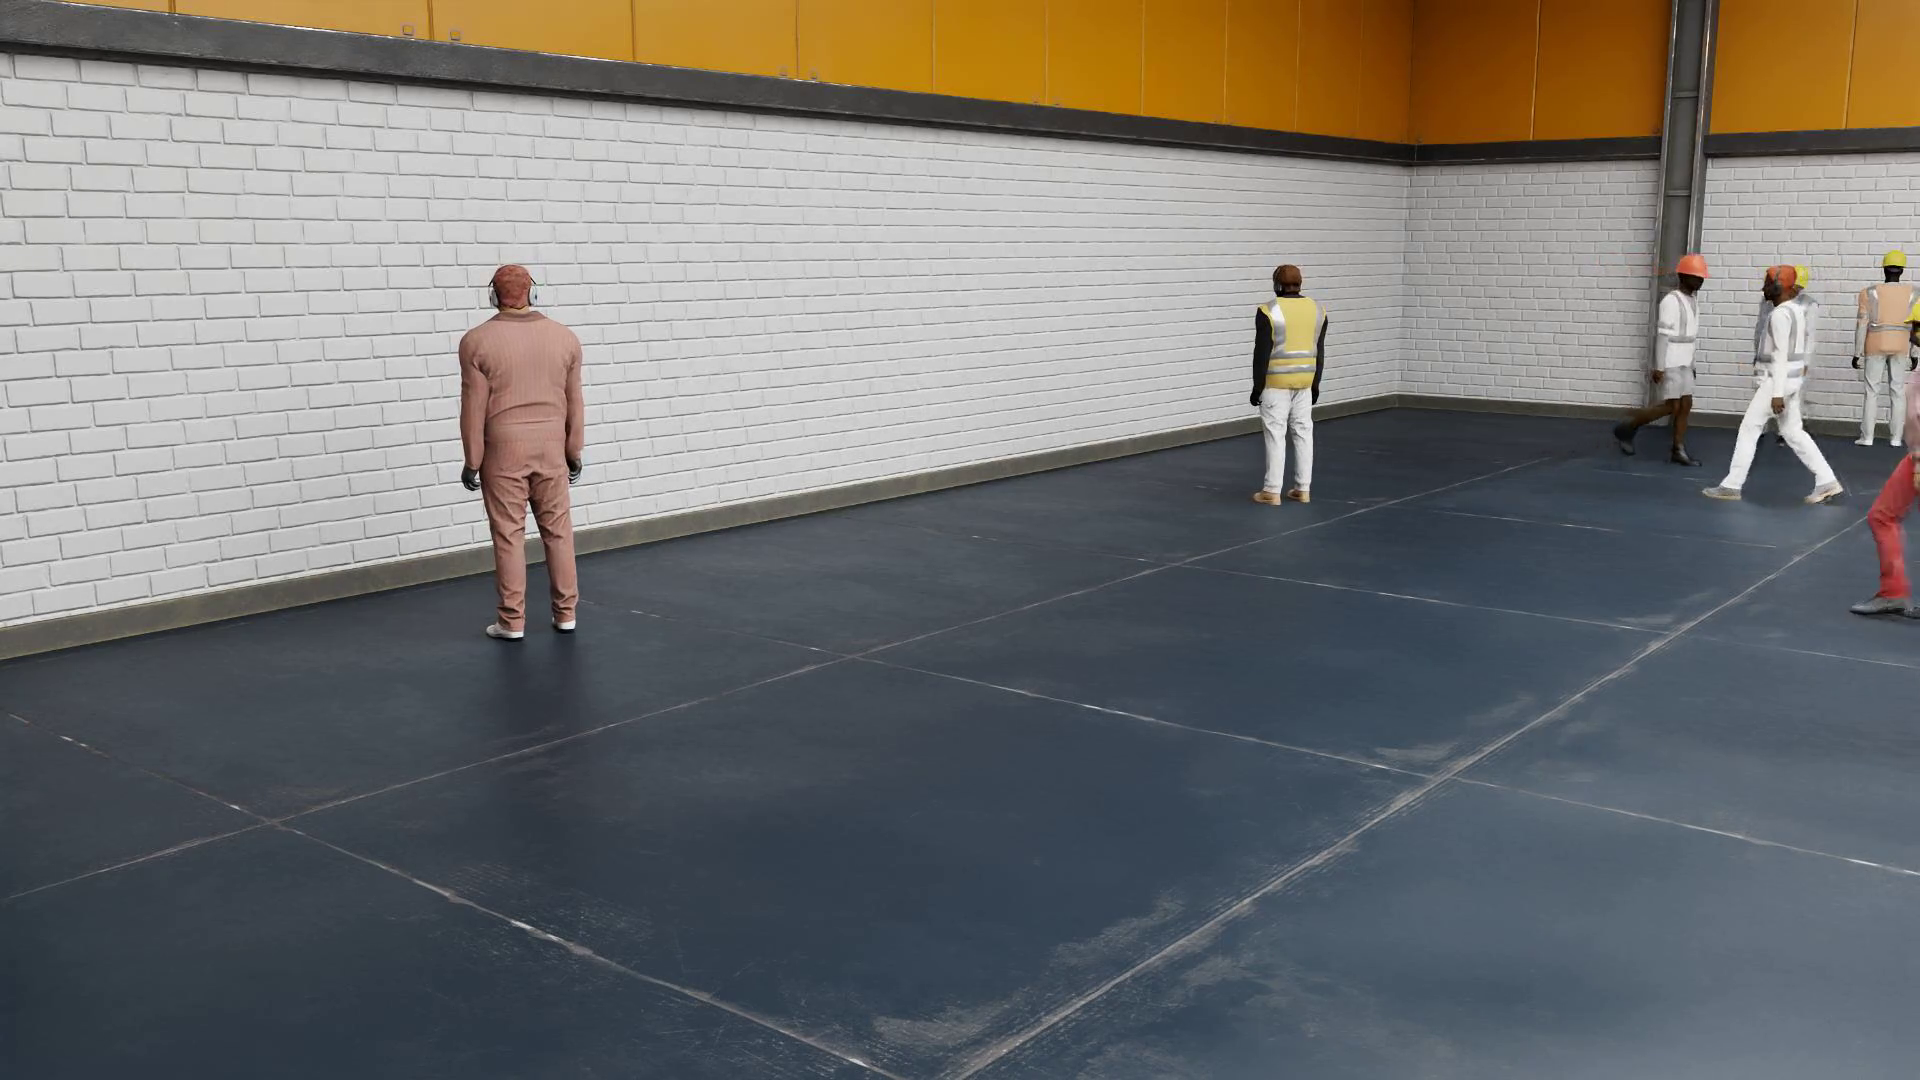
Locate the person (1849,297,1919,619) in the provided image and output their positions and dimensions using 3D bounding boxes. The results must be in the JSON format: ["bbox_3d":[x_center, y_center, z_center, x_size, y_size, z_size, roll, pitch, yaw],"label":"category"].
[{"bbox_3d":[5.052,-0.432,8.834,0.543,1.745,0.599,-10,14,-44],"label":"person"}]

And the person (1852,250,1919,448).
[{"bbox_3d":[9.059,-1.864,16.273,0.594,1.924,0.382,3,11,15],"label":"person"}]

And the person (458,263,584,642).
[{"bbox_3d":[-2.230,-0.441,8.454,0.650,1.904,0.401,-7,13,-35],"label":"person"}]

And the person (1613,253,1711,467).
[{"bbox_3d":[6.350,-1.612,14.929,0.578,1.910,0.664,-10,14,-44],"label":"person"}]

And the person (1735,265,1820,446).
[{"bbox_3d":[8.076,-1.813,16.396,0.454,1.783,0.692,-7,12,-35],"label":"person"}]

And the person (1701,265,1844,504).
[{"bbox_3d":[6.344,-1.189,12.784,0.969,1.846,0.591,8,13,38],"label":"person"}]

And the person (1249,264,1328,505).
[{"bbox_3d":[2.498,-1.190,12.785,0.634,1.839,0.429,-4,11,-23],"label":"person"}]
